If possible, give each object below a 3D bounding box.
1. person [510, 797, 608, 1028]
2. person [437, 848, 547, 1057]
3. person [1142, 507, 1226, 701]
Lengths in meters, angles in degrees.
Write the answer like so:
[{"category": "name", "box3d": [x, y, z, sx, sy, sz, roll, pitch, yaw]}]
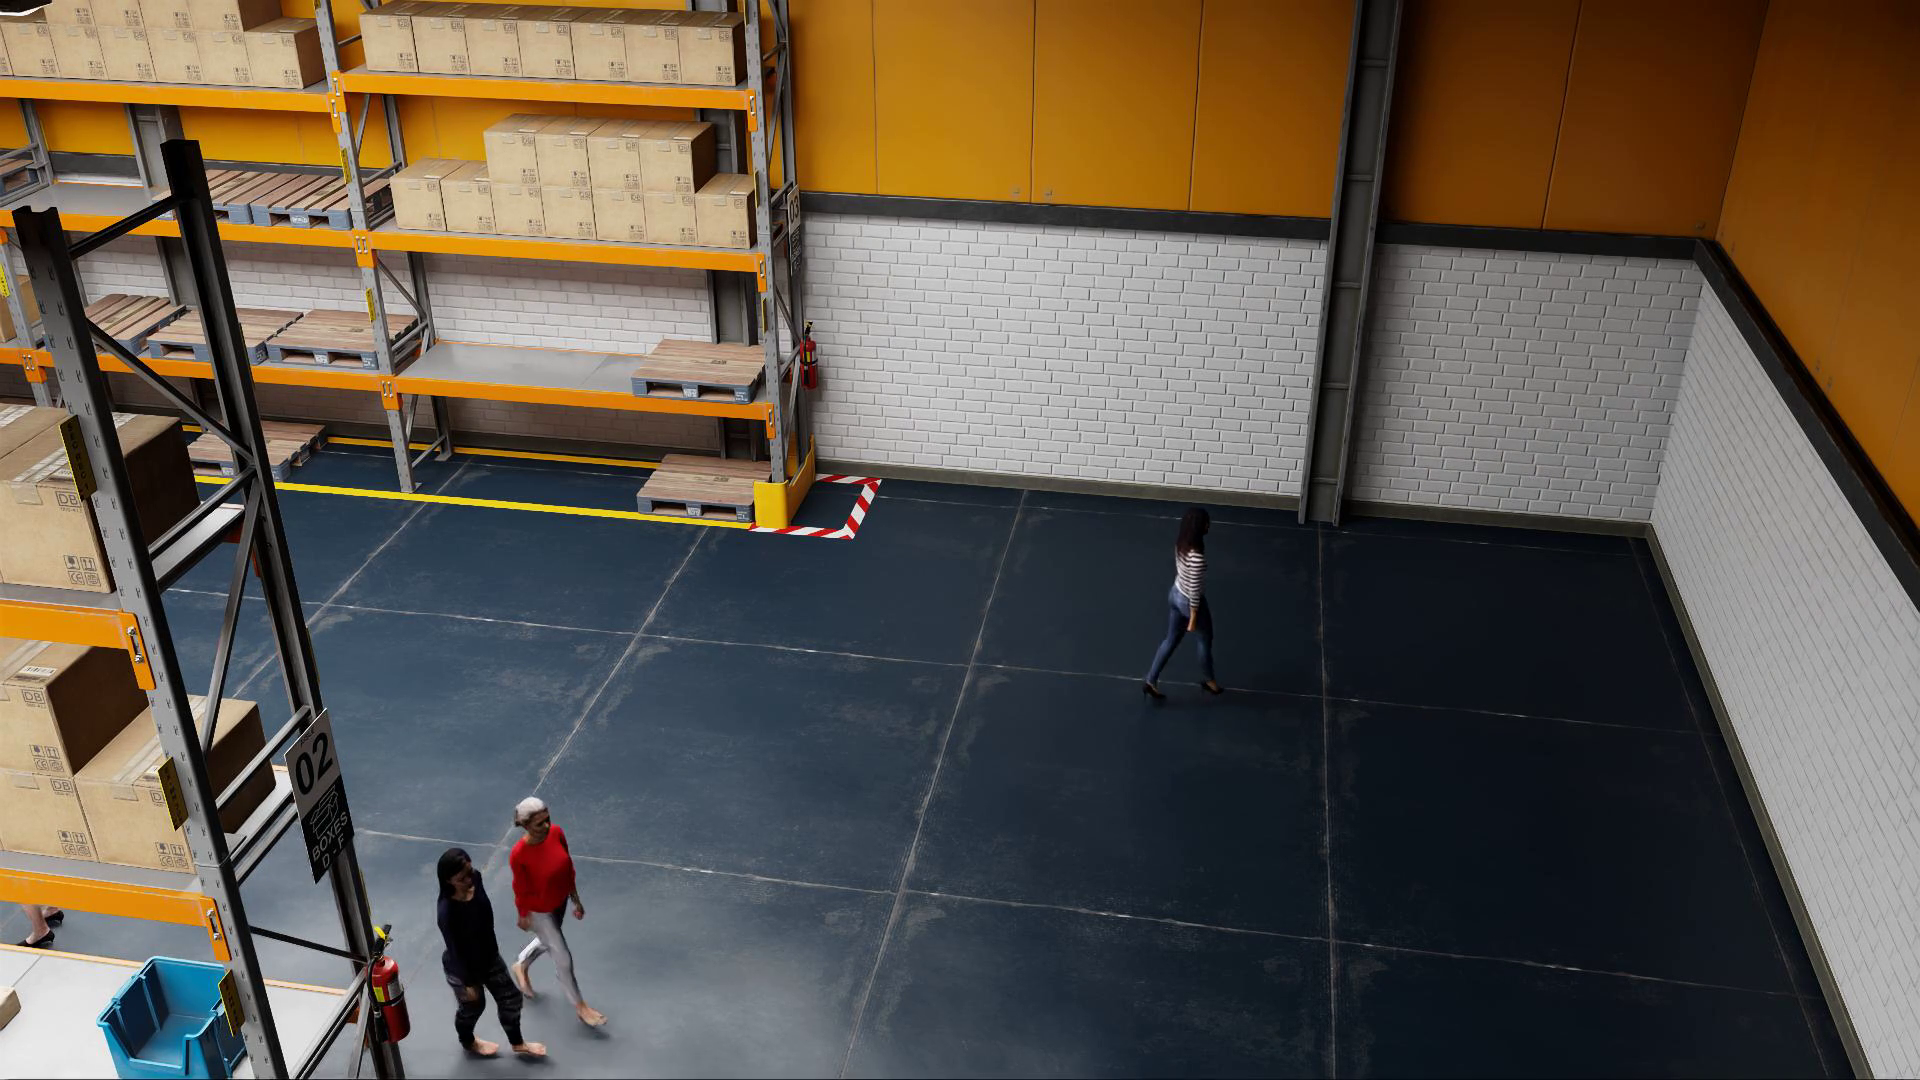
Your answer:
[{"category": "person", "box3d": [-2.646, 2.279, 10.416, 1.124, 1.666, 0.818, 20, 35, 33]}, {"category": "person", "box3d": [-3.017, 2.493, 9.986, 0.794, 1.704, 0.659, 6, 29, 11]}, {"category": "person", "box3d": [1.763, 0.561, 13.468, 1.062, 1.761, 0.886, -9, 30, -15]}]
